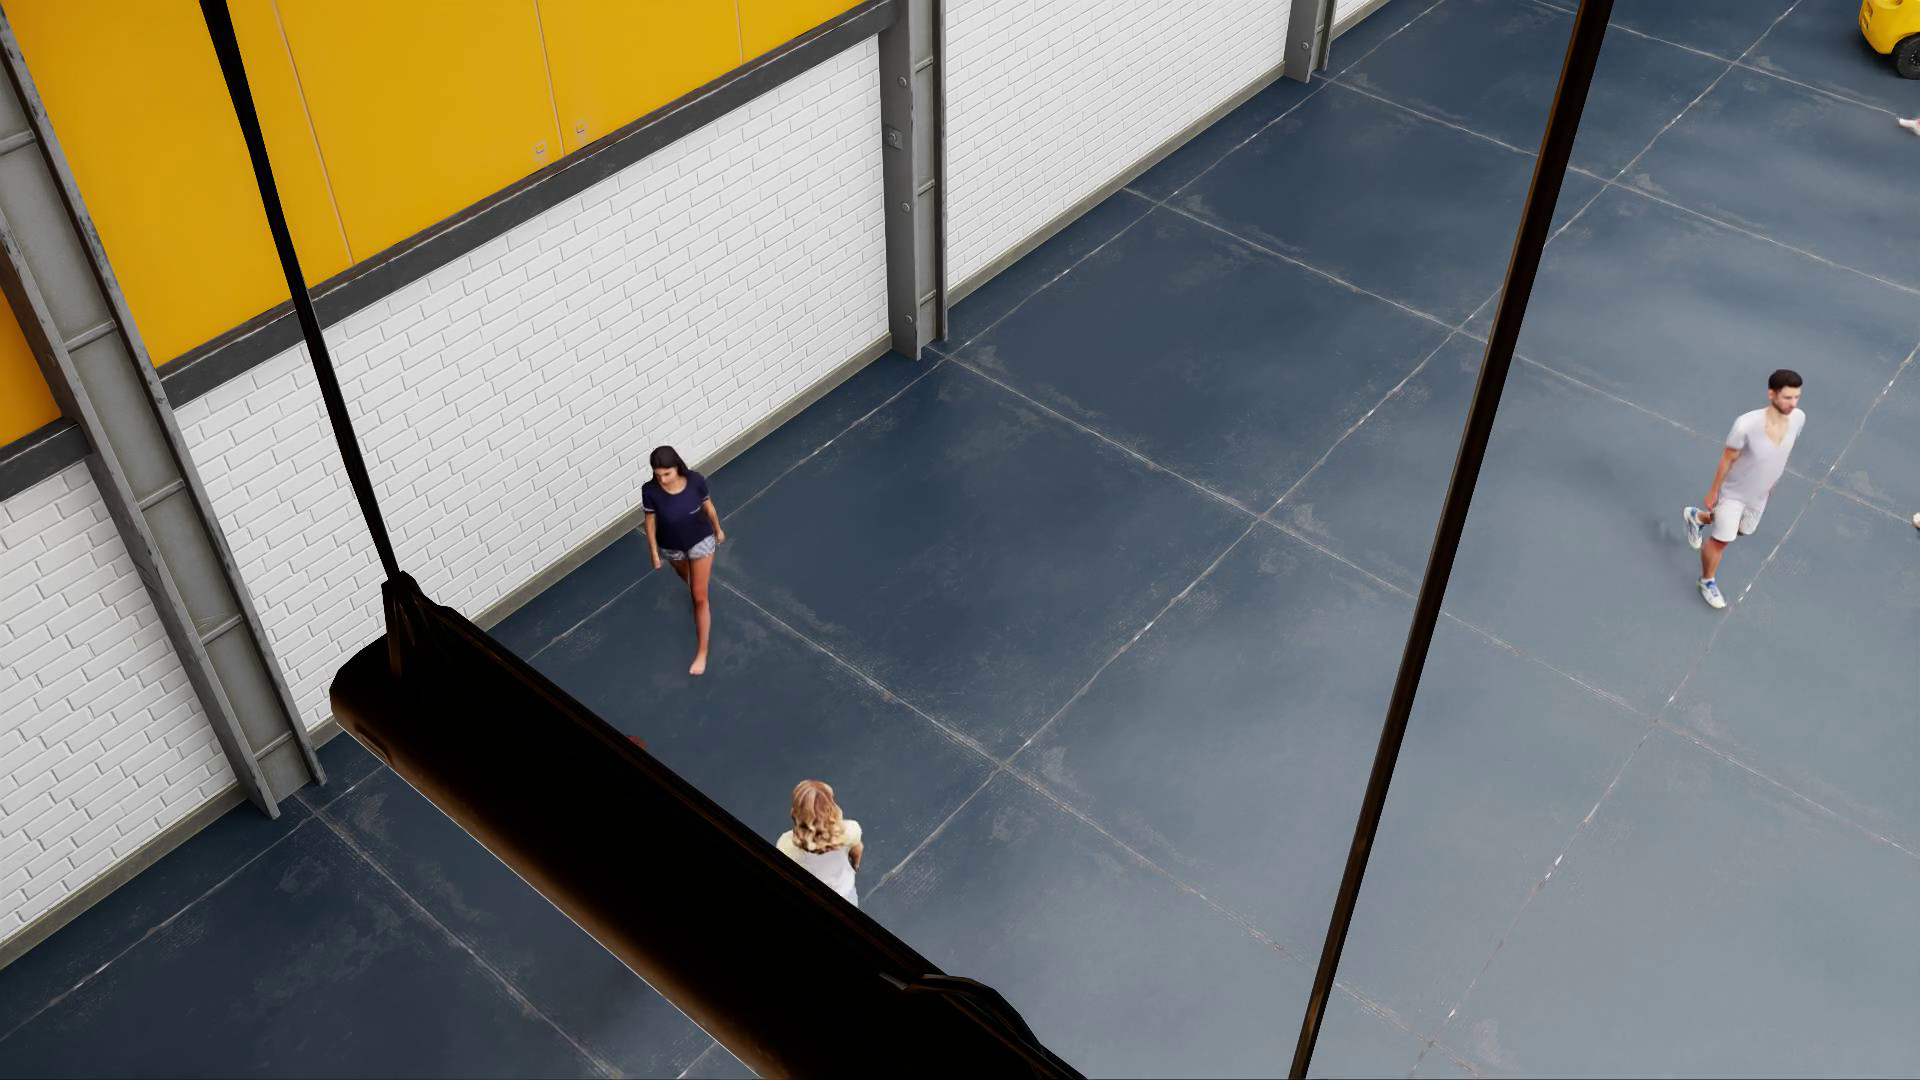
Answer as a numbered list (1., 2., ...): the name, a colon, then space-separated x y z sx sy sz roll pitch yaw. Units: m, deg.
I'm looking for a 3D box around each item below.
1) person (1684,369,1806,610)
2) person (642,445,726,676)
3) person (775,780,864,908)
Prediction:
1. person: 5.170 -0.423 11.084 1.058 1.841 1.074 -9 44 -9
2. person: -1.771 -0.032 10.778 1.149 1.698 1.162 -9 44 -9
3. person: -0.678 1.924 8.727 1.051 1.695 1.026 -12 45 -12
